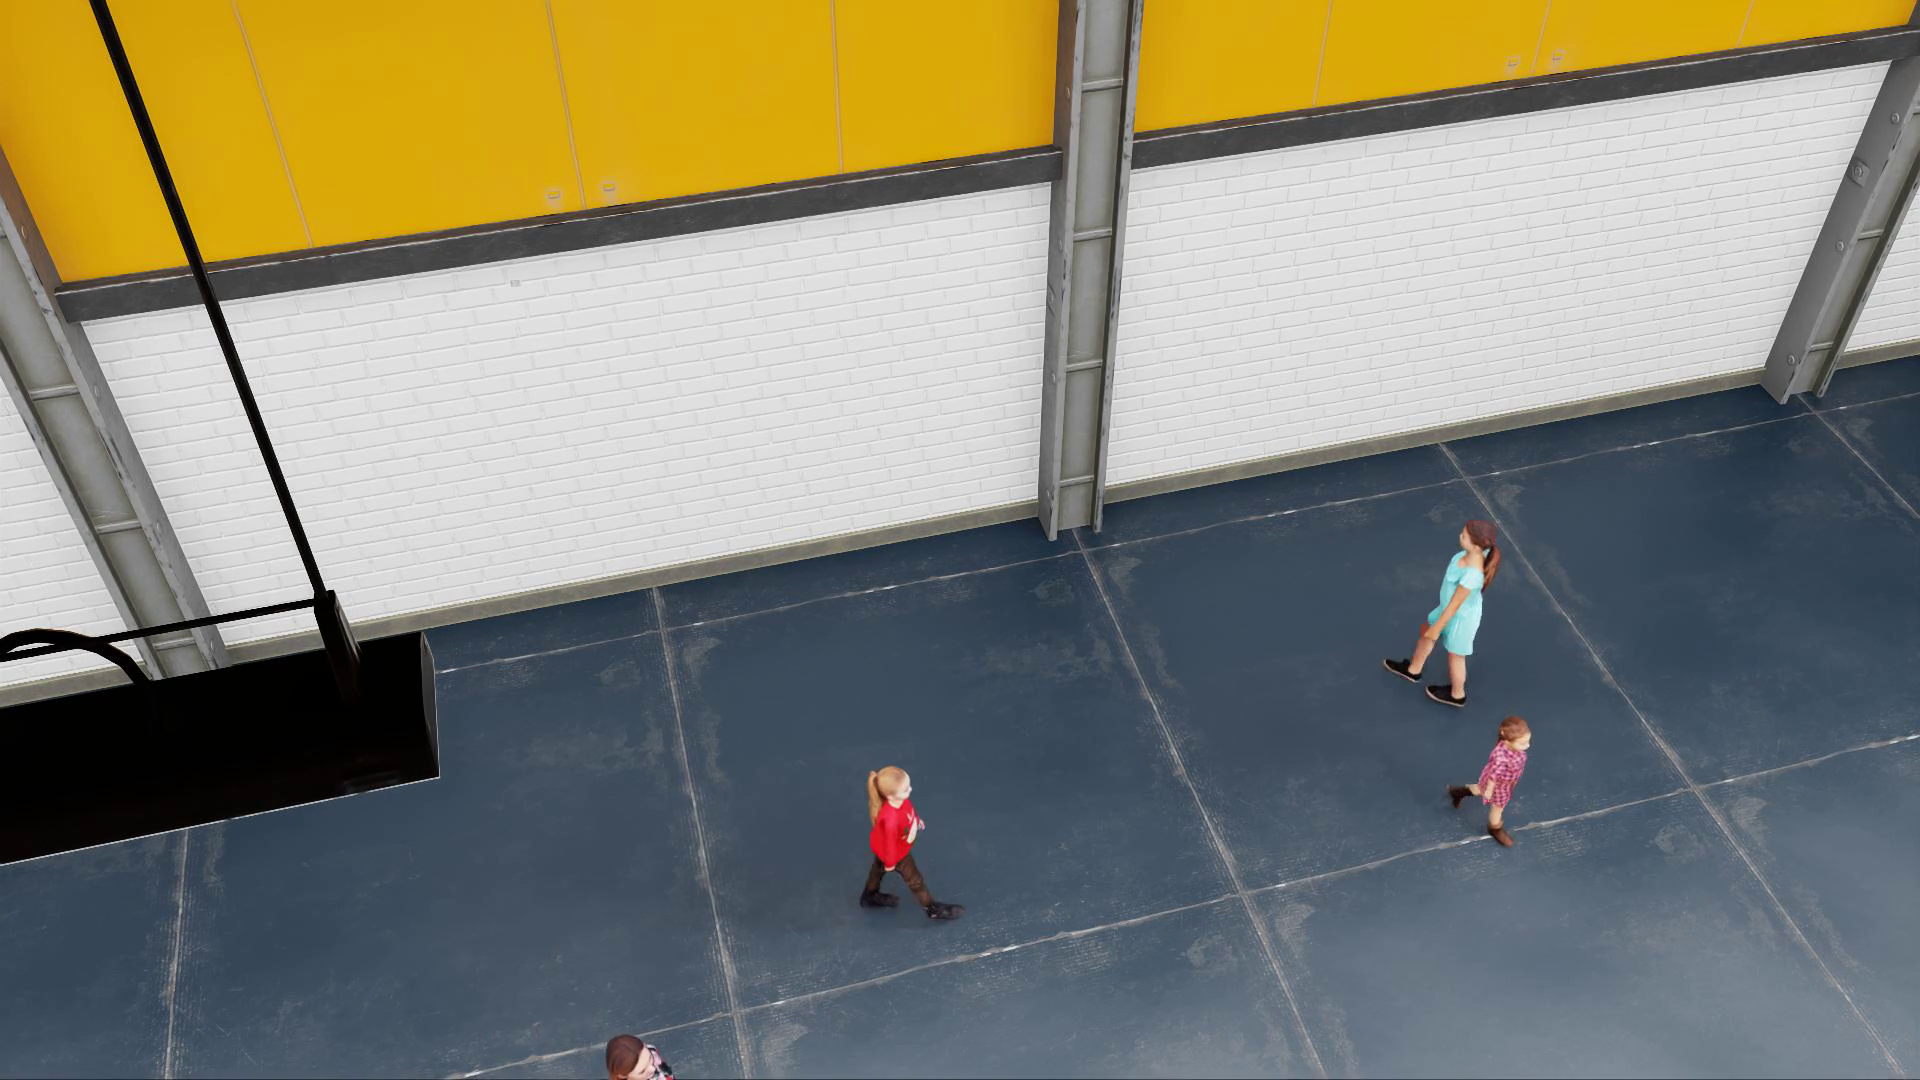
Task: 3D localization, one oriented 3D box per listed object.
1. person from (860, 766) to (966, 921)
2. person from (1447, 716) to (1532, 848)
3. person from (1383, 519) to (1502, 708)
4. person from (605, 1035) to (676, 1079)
[{"bbox_3d":[-0.428,1.689,9.235,0.869,1.258,0.613,-2,44,-3],"label":"person"},{"bbox_3d":[3.141,1.359,9.761,0.705,1.009,0.692,30,51,28],"label":"person"},{"bbox_3d":[3.161,0.484,10.292,0.898,1.544,0.822,19,47,19],"label":"person"},{"bbox_3d":[-1.533,2.761,7.808,0.817,1.673,0.745,8,44,9],"label":"person"}]
